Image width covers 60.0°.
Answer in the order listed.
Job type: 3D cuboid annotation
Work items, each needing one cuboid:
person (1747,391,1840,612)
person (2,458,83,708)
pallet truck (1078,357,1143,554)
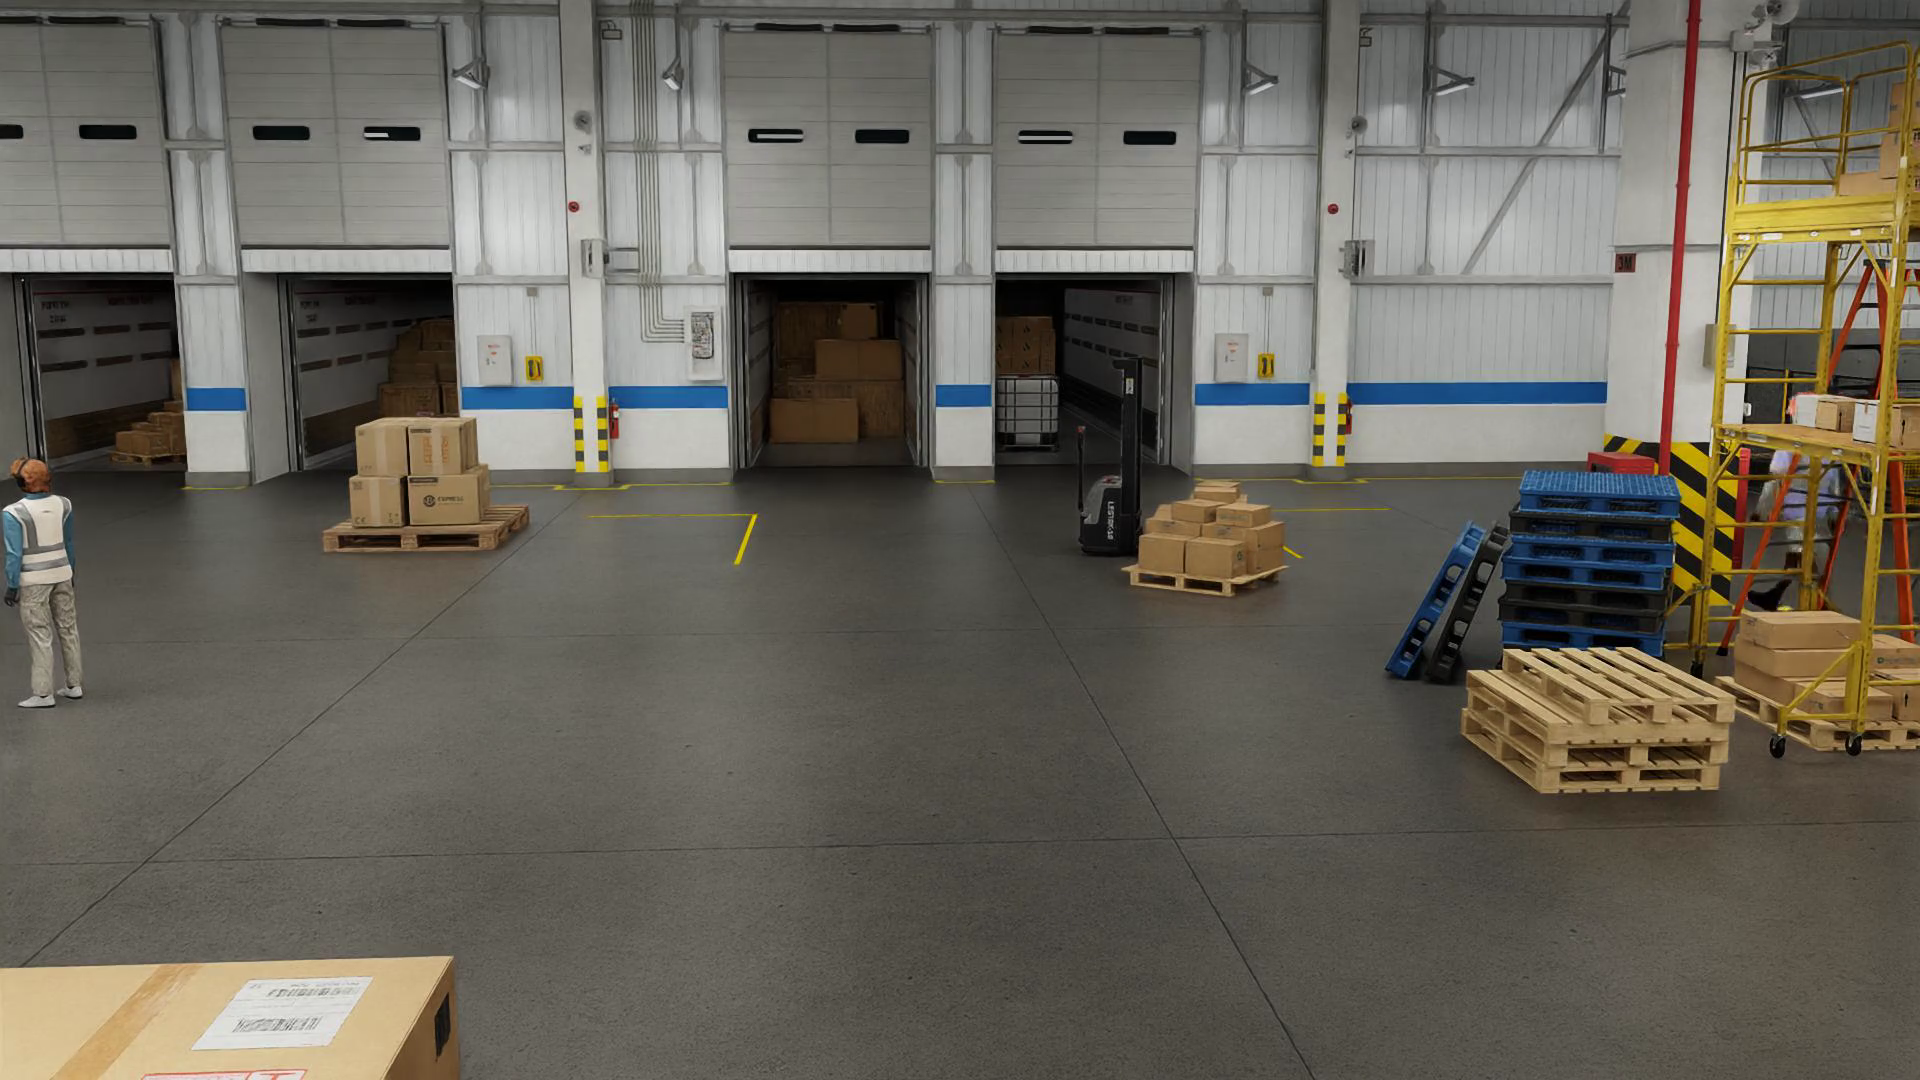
[{"bbox_3d":[6.744,-0.248,13.423,0.556,1.879,0.975,-4,10,-22],"label":"person"},{"bbox_3d":[-5.997,0.280,10.870,0.309,1.641,0.513,3,10,19],"label":"person"},{"bbox_3d":[2.088,-0.836,16.757,1.885,1.965,0.823,2,9,13],"label":"pallet truck"}]
